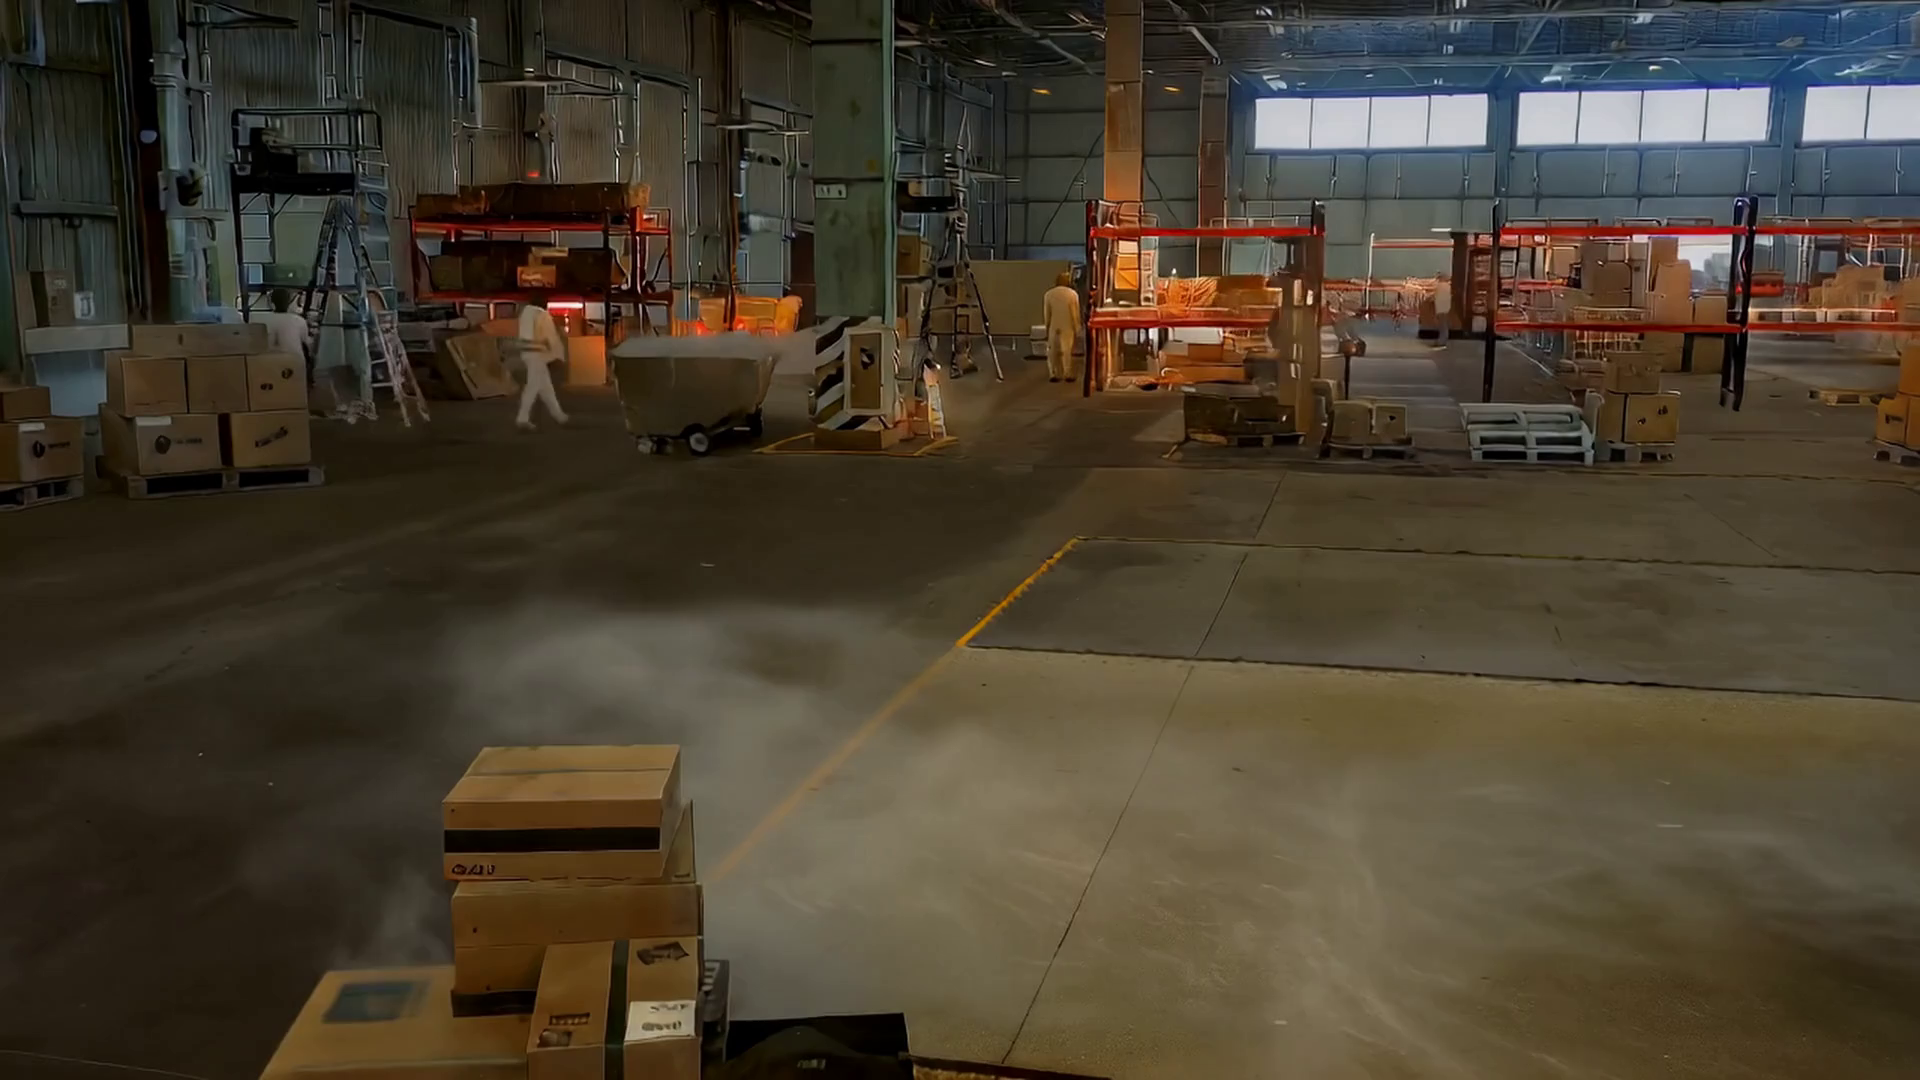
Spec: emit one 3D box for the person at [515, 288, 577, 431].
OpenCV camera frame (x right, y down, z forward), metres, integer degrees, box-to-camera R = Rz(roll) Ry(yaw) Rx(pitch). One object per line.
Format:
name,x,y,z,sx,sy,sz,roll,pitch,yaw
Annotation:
person,-5.296,-2.290,21.088,0.942,1.796,0.633,-8,13,-40

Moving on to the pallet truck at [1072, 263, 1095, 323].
pallet truck,4.325,-8.180,55.162,0.823,1.965,1.885,6,11,31

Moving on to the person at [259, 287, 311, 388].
person,-7.568,-1.880,18.526,0.537,1.845,0.759,-7,12,-37

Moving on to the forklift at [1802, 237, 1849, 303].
forklift,27.367,-8.161,52.455,1.129,2.768,1.873,2,10,14

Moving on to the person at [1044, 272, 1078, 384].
person,1.745,-3.650,28.697,0.630,1.931,0.367,5,11,25

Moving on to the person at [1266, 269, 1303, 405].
person,4.830,-2.928,24.112,0.786,2.000,0.688,2,10,10

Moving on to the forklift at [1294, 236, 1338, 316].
forklift,10.611,-7.959,51.265,1.873,2.768,1.129,-2,10,-12

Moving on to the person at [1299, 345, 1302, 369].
person,6.620,-4.095,31.897,0.335,1.735,0.484,6,11,33

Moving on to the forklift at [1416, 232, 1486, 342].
forklift,12.823,-6.543,42.926,1.873,2.768,1.129,2,10,14

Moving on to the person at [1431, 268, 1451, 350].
person,11.360,-5.442,39.258,0.384,1.924,0.589,7,12,36

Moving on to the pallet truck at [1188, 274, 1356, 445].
pallet truck,3.653,-2.138,19.590,1.885,1.965,0.823,-4,10,-20

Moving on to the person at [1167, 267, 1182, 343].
person,5.517,-6.032,42.695,0.360,1.935,0.552,-1,10,-9

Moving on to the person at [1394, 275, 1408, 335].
person,12.455,-6.632,46.931,0.317,1.695,0.540,9,13,42
